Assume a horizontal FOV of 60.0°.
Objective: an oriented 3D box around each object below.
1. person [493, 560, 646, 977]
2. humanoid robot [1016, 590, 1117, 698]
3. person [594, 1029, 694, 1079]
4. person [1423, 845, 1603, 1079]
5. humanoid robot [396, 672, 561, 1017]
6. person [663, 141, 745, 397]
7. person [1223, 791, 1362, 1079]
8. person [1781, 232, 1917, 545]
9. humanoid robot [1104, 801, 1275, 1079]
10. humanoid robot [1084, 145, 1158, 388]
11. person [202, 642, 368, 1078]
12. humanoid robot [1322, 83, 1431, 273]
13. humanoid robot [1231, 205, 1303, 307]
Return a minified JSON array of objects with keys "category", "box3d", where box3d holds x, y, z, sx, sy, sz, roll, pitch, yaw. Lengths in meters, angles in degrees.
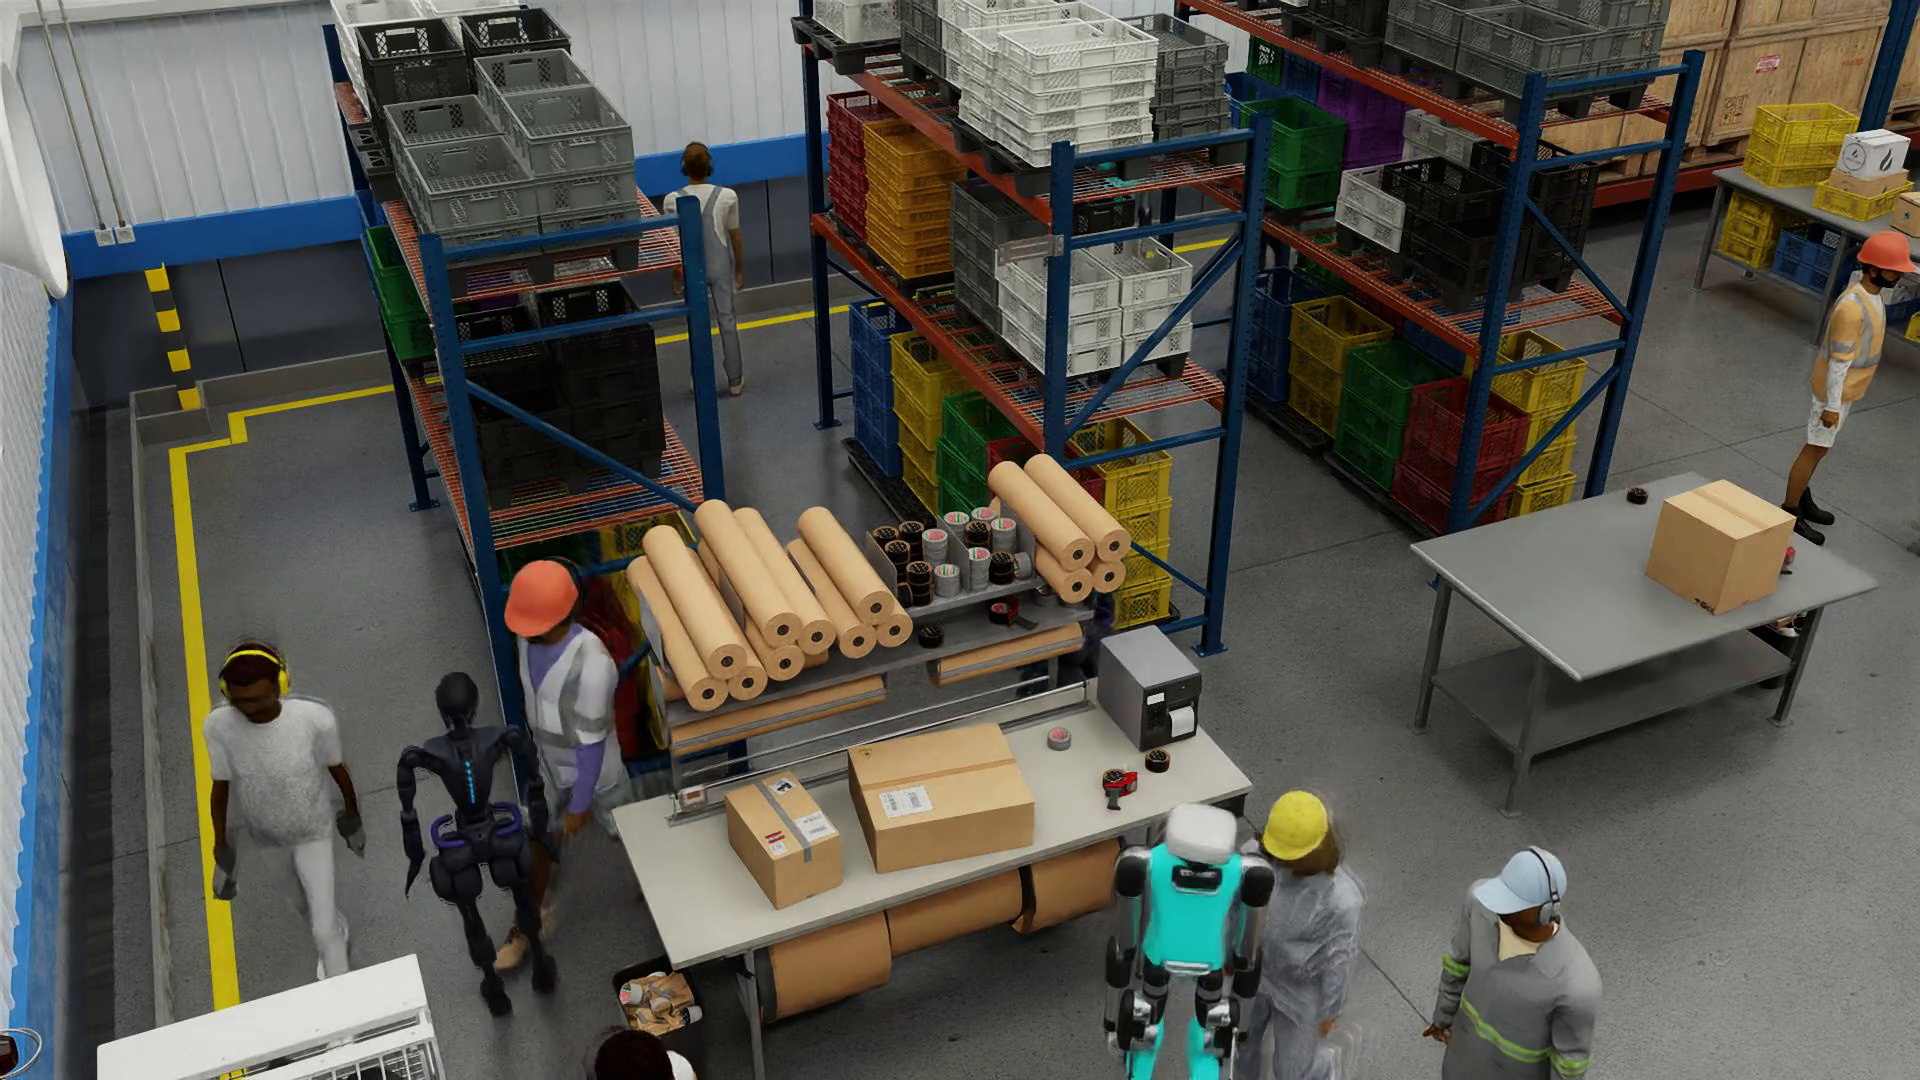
[{"category":"person","box3d":[-1.562,0.885,6.908,0.595,1.995,1.001,23,38,32]},{"category":"humanoid robot","box3d":[0.520,0.503,7.819,0.600,1.646,0.534,-26,40,-35]},{"category":"person","box3d":[-1.037,2.107,5.013,0.802,1.888,0.607,16,35,24]},{"category":"person","box3d":[1.793,1.754,5.611,0.398,1.851,0.593,-14,34,-22]},{"category":"humanoid robot","box3d":[-1.928,1.220,6.645,0.610,1.657,0.358,-13,34,-20]},{"category":"person","box3d":[-1.743,-1.835,11.446,0.514,1.844,0.333,-8,32,-12]},{"category":"person","box3d":[1.189,1.560,6.039,0.500,1.726,0.486,26,40,36]},{"category":"person","box3d":[5.233,-0.904,9.848,0.356,1.938,0.543,21,37,30]},{"category":"humanoid robot","box3d":[0.755,1.807,5.695,0.549,1.836,0.765,2,32,4]},{"category":"humanoid robot","box3d":[1.085,-1.946,11.770,0.563,1.804,0.928,2,32,4]},{"category":"person","box3d":[-2.647,1.184,6.551,0.521,1.830,0.828,-2,32,-2]},{"category":"humanoid robot","box3d":[3.198,-2.736,13.061,1.015,1.771,0.536,20,37,29]},{"category":"humanoid robot","box3d":[2.344,-2.440,12.620,0.516,1.645,0.590,-18,36,-27]}]
